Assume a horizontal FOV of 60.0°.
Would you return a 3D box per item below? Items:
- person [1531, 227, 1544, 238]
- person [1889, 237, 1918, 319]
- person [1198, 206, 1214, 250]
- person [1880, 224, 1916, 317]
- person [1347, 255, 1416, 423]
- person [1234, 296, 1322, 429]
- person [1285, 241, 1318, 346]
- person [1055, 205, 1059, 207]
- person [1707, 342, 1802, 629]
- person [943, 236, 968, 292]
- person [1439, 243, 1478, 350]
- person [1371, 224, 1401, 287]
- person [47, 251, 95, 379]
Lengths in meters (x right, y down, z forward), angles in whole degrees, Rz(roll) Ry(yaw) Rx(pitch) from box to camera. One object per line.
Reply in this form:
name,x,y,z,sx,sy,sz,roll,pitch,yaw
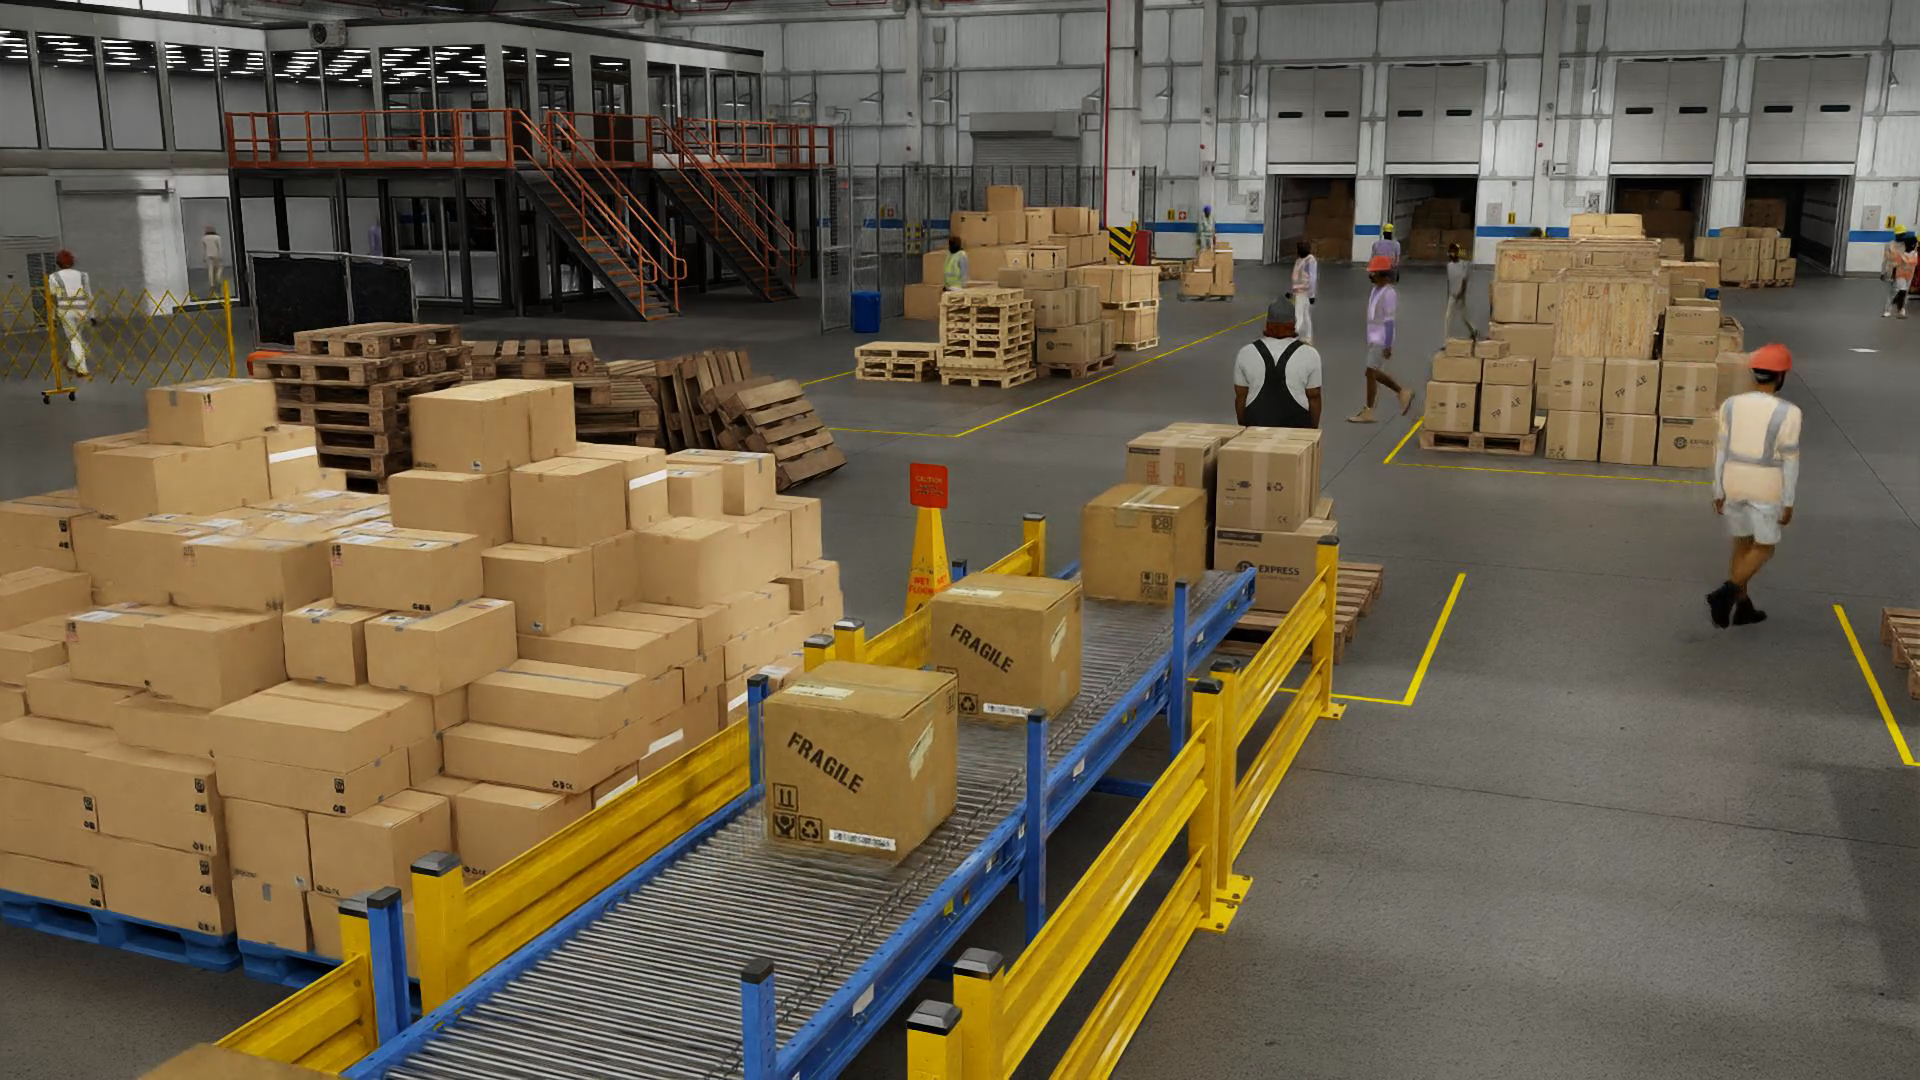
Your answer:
person,11.044,-5.021,31.879,0.674,1.913,0.646,-2,13,-10
person,19.254,-5.366,34.017,0.527,1.662,0.771,-4,13,-17
person,7.429,-9.045,49.905,0.656,1.922,0.708,-6,14,-26
person,19.325,-5.550,34.274,0.638,1.910,0.616,11,16,40
person,5.090,-2.395,19.892,0.790,2.023,0.613,-1,13,-4
person,2.522,-0.909,13.163,0.687,2.000,0.538,4,13,19
person,5.756,-4.198,28.429,0.756,1.809,0.644,-1,13,-5
person,2.929,-9.316,51.149,0.552,1.914,0.582,-3,13,-12
person,5.153,-0.328,10.859,0.689,1.918,0.544,-8,15,-33
person,-0.028,-4.674,30.556,0.720,1.818,0.634,-6,14,-26
person,8.473,-4.120,28.107,0.805,1.812,0.484,-10,16,-37
person,8.639,-5.445,33.763,0.585,1.928,0.369,6,14,24
person,-13.001,-3.272,24.213,0.941,1.835,0.607,9,15,35
